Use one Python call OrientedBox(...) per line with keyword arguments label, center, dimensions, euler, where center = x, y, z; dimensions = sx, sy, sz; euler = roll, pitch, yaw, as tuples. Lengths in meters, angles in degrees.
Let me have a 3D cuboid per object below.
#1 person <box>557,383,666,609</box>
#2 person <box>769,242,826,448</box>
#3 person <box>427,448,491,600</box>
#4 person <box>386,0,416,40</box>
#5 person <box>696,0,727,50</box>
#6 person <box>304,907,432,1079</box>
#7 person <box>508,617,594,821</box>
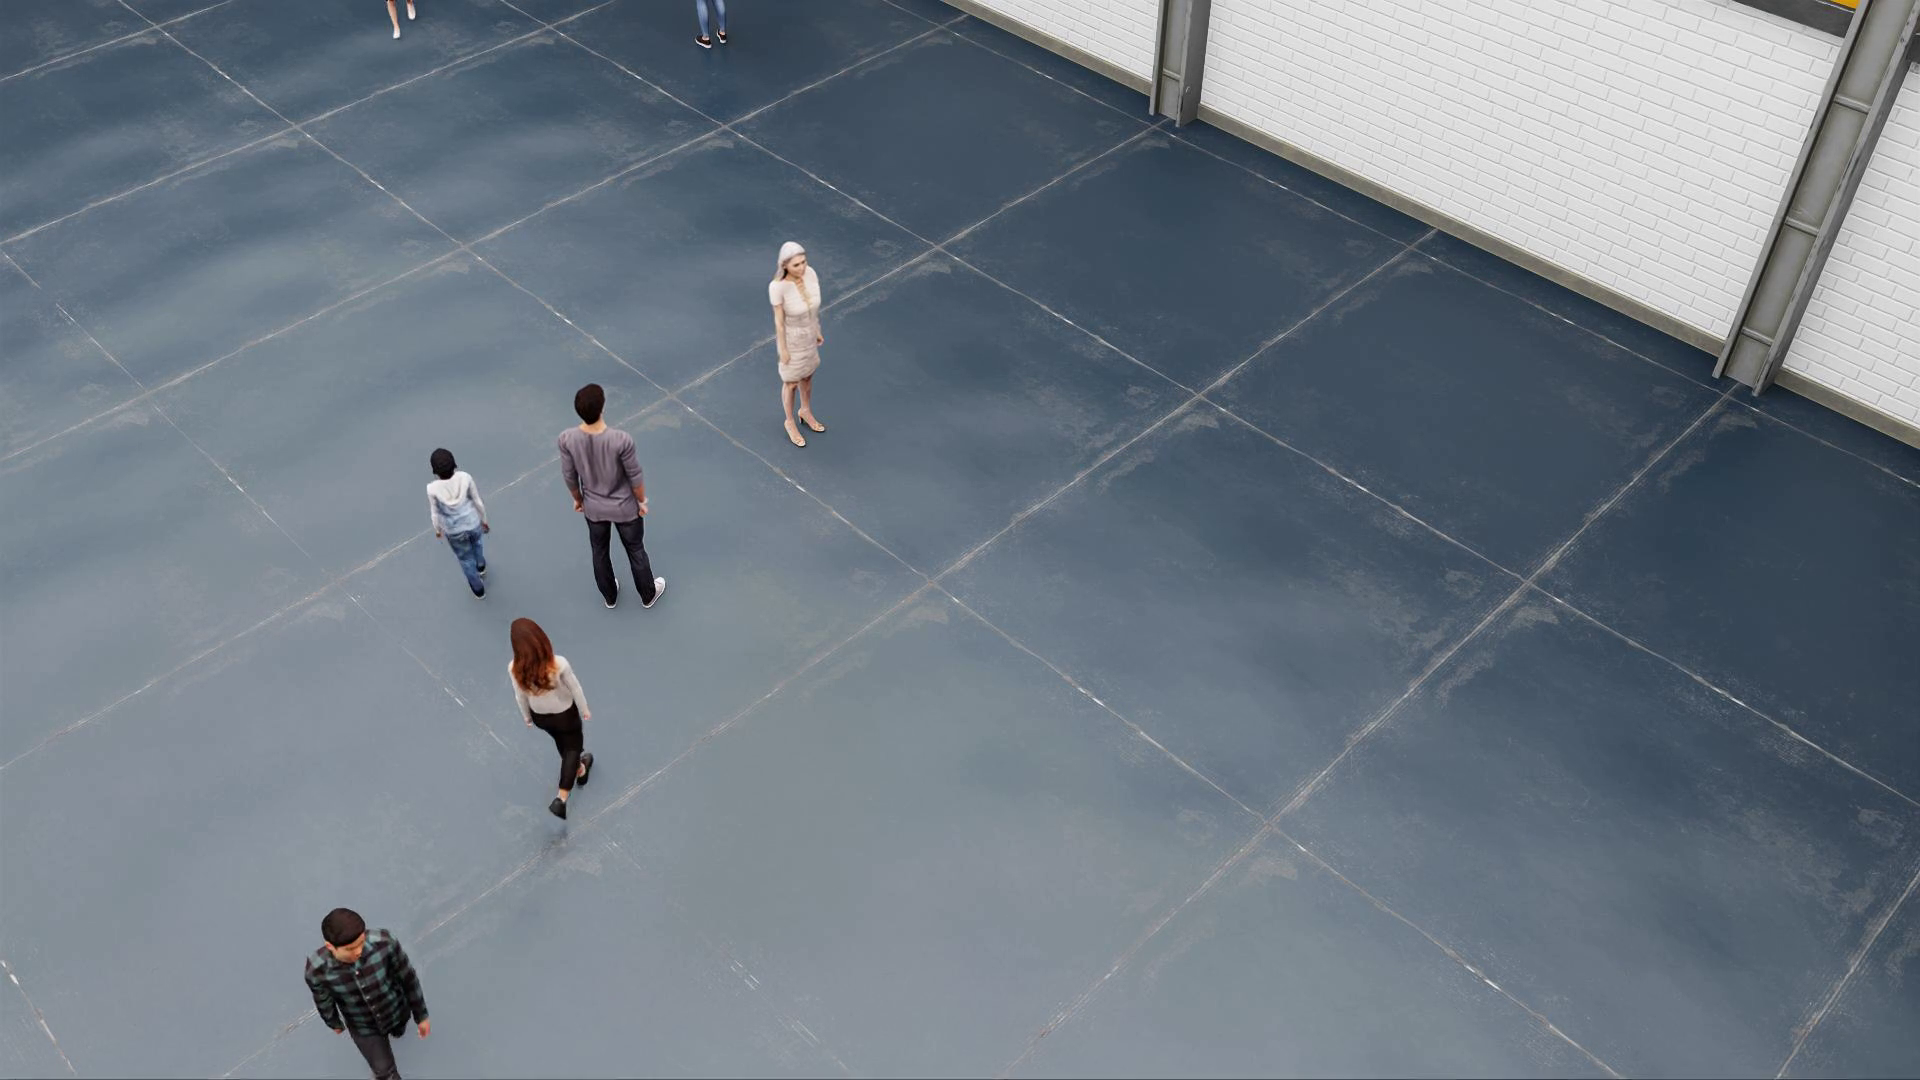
OrientedBox(label="person", center=(-2.338, -0.266, 11.082), dimensions=(0.716, 1.853, 0.798), euler=(3, 44, 3))
OrientedBox(label="person", center=(-1.215, -1.481, 12.443), dimensions=(0.551, 1.735, 0.597), euler=(32, 52, 29))
OrientedBox(label="person", center=(-3.383, -0.085, 11.329), dimensions=(0.572, 1.251, 0.700), euler=(-23, 48, -23))
OrientedBox(label="person", center=(-5.976, -5.988, 17.521), dimensions=(0.794, 1.256, 0.907), euler=(-5, 44, -6))
OrientedBox(label="person", center=(-2.632, -5.909, 17.127), dimensions=(0.681, 1.684, 0.631), euler=(-23, 48, -22))
OrientedBox(label="person", center=(-3.036, 2.347, 8.641), dimensions=(0.853, 1.670, 1.195), euler=(-21, 48, -21))
OrientedBox(label="person", center=(-2.432, 1.089, 9.941), dimensions=(0.880, 1.464, 0.925), euler=(3, 44, 3))
